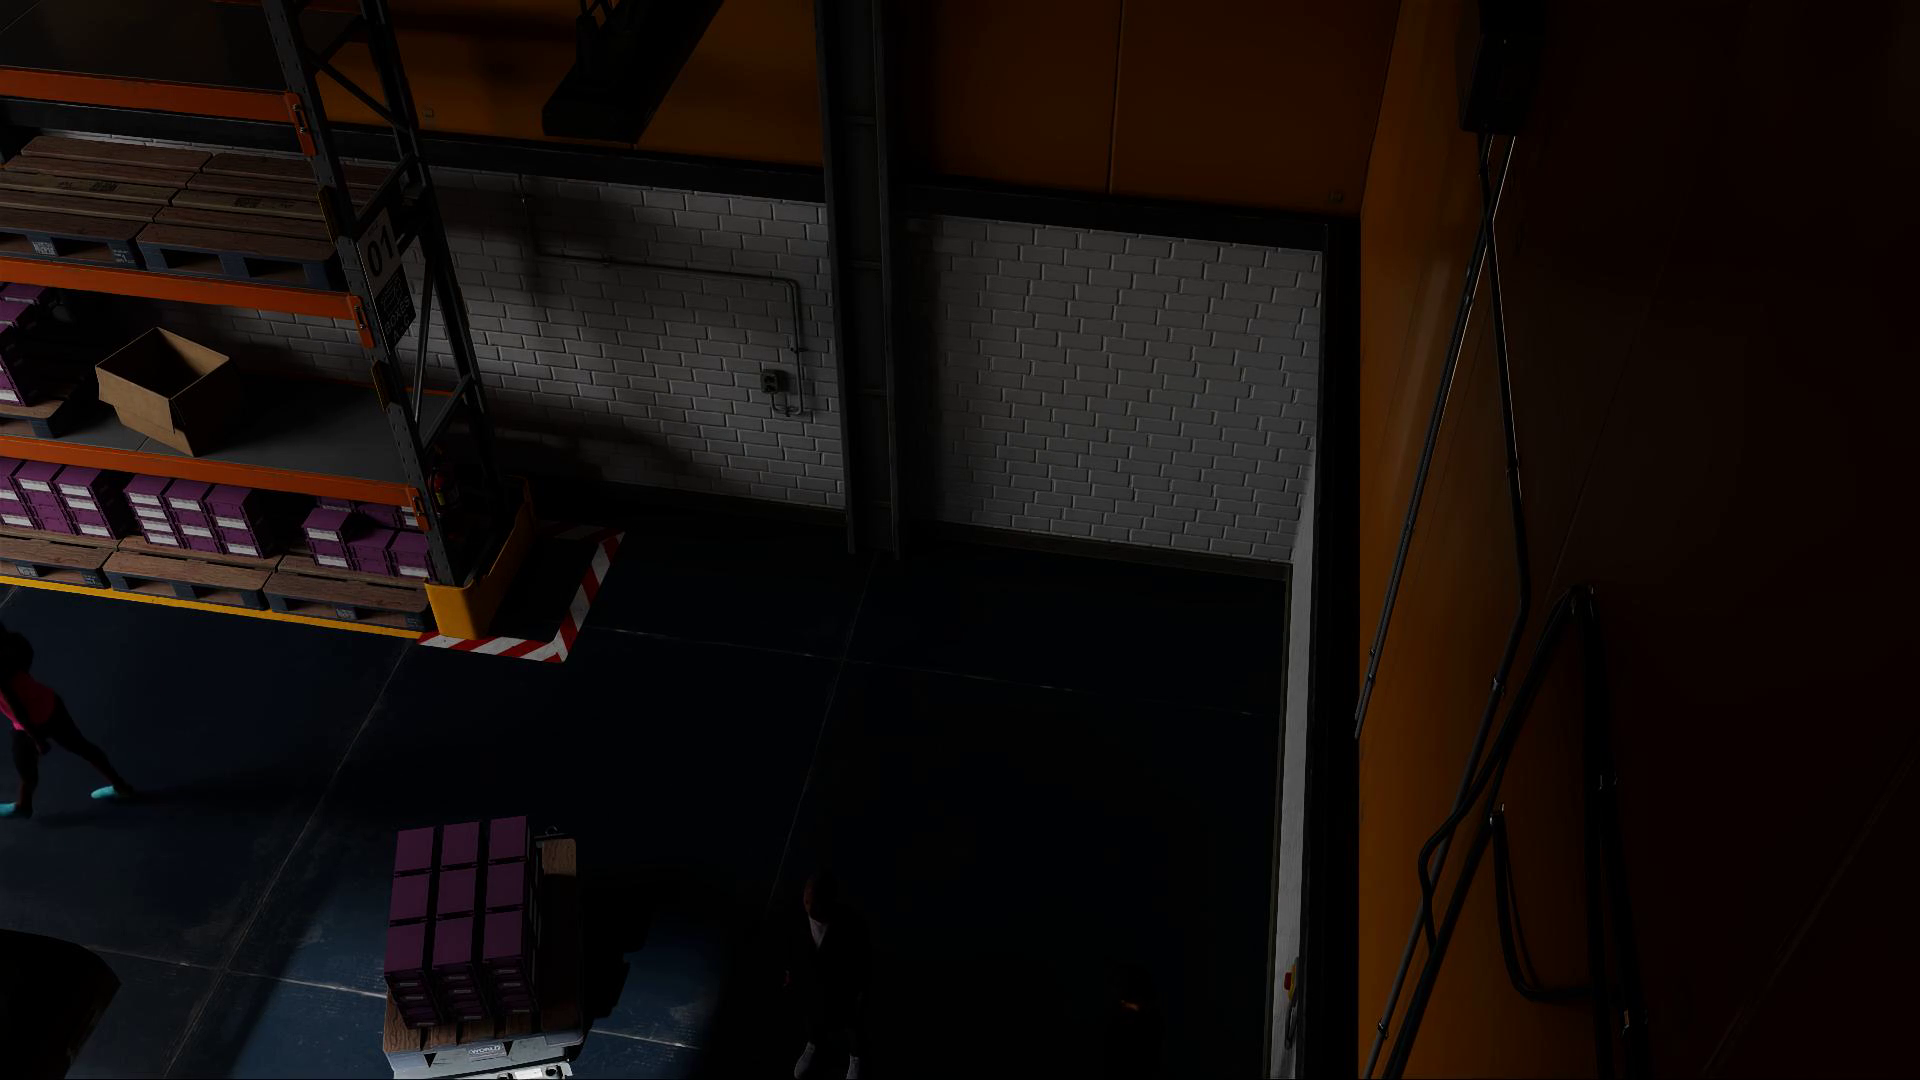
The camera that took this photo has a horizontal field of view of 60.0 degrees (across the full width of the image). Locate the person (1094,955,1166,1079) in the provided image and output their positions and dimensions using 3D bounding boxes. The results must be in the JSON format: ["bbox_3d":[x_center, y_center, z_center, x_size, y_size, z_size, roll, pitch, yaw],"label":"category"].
[{"bbox_3d":[0.819,2.642,8.320,0.754,1.639,0.692,30,51,28],"label":"person"}]

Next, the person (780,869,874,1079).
[{"bbox_3d":[-0.674,2.260,8.633,0.531,1.762,0.732,13,45,13],"label":"person"}]

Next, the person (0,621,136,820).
[{"bbox_3d":[-5.419,1.056,9.949,1.102,1.689,0.787,-6,44,-6],"label":"person"}]
